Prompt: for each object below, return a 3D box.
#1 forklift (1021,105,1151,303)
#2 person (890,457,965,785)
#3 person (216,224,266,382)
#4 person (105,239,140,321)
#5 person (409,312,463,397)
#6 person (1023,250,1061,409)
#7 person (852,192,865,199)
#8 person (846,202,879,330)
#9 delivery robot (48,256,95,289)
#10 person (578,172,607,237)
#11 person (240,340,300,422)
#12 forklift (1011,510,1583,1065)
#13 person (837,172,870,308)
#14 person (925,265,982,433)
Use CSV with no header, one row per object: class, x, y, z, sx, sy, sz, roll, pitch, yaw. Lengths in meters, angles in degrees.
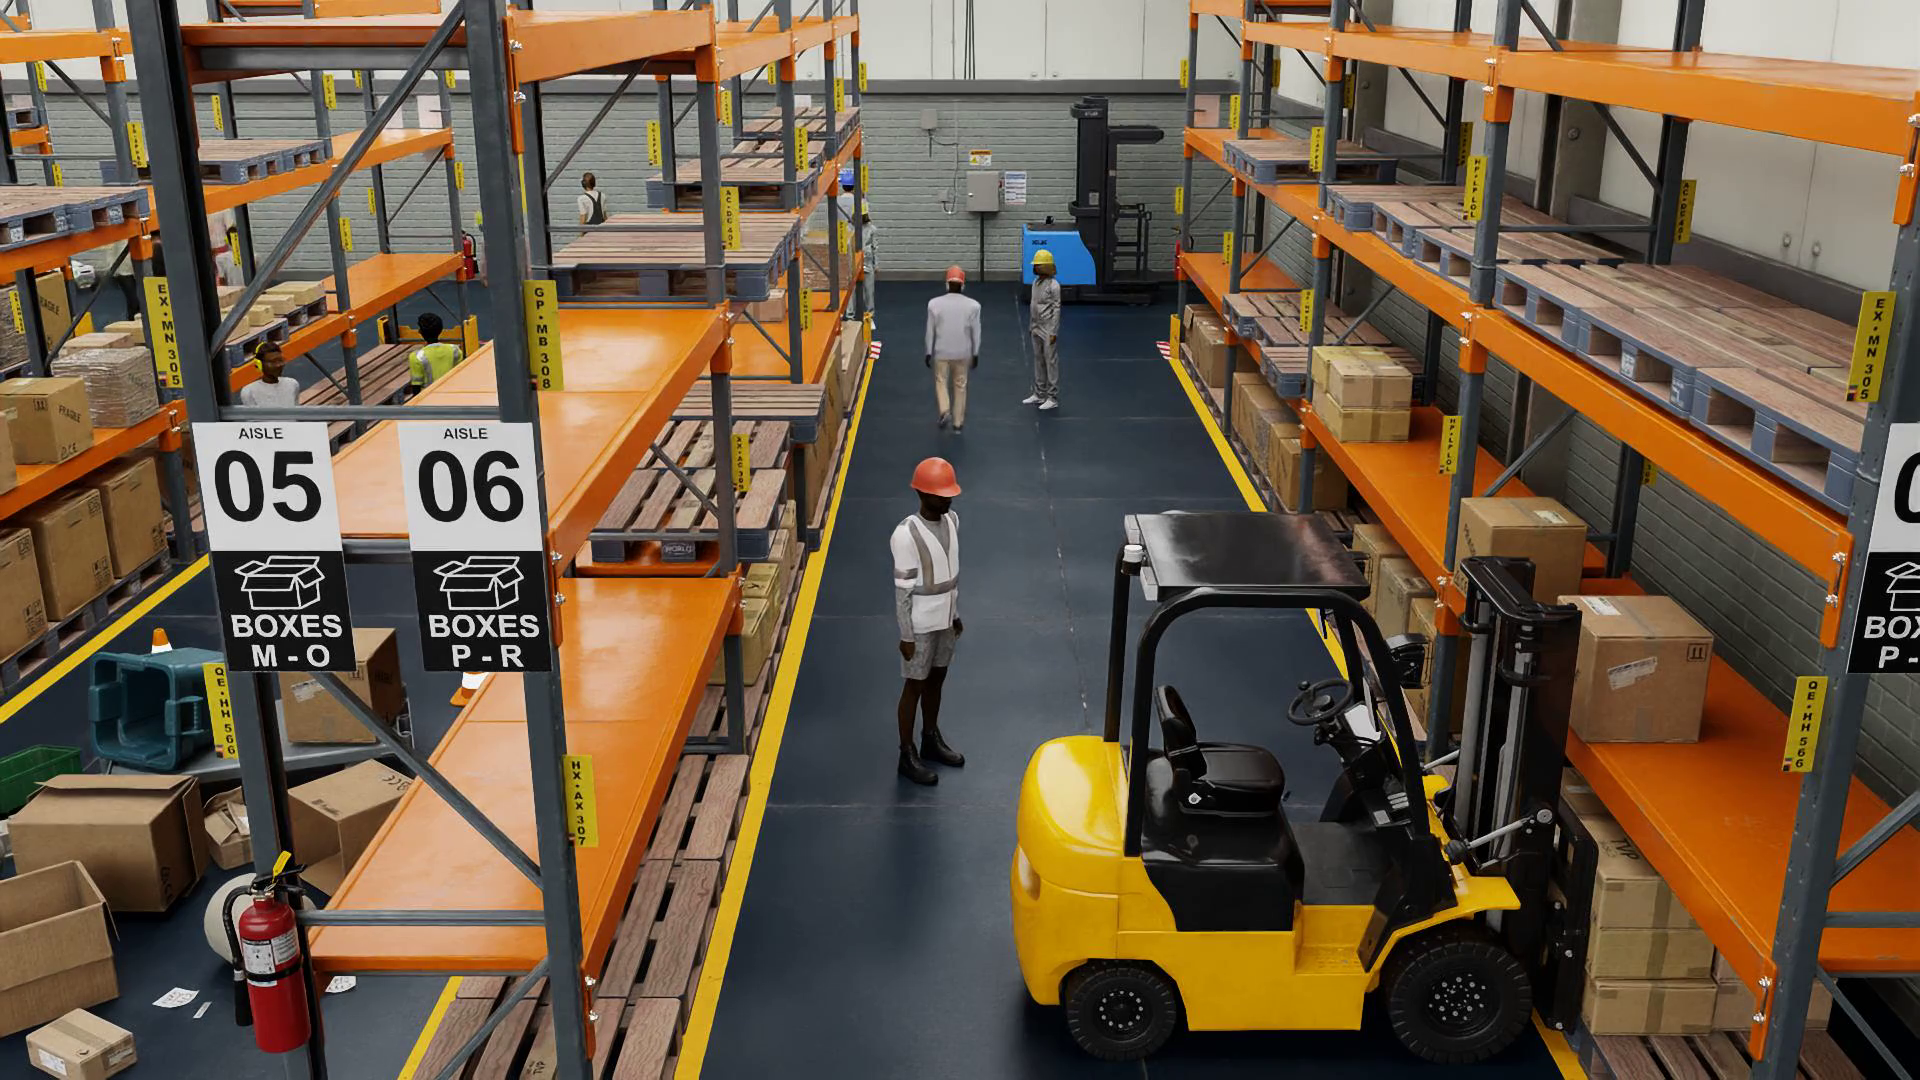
forklift,1.857,-4.944,24.441,1.873,2.768,1.129,0,18,0
person,-0.151,0.454,9.598,0.375,1.934,0.551,12,22,32
person,-8.432,-2.794,19.594,0.536,1.831,0.945,-5,19,-16
person,-10.703,-3.473,21.424,0.564,1.968,0.617,11,21,30
person,-4.694,-1.210,15.019,0.319,1.692,0.537,16,24,39
person,0.906,-2.315,18.272,0.295,1.743,0.493,-11,21,-30
person,-1.534,-4.329,24.557,0.286,1.625,0.494,-1,18,-3
person,-1.338,-3.697,22.468,0.486,1.736,0.320,-3,18,-8
delivery robot,-13.534,-4.078,25.320,0.707,0.478,0.477,9,20,25
person,-5.507,-4.582,24.967,0.344,1.847,0.504,15,23,38
person,-5.292,-0.632,12.980,0.328,1.876,0.513,11,21,29
forklift,1.387,1.055,7.378,2.313,2.155,1.214,0,18,0
person,-1.592,-4.298,23.948,0.609,1.946,0.405,1,18,4
person,-0.069,-1.972,17.240,0.592,1.734,0.371,-1,18,-2
